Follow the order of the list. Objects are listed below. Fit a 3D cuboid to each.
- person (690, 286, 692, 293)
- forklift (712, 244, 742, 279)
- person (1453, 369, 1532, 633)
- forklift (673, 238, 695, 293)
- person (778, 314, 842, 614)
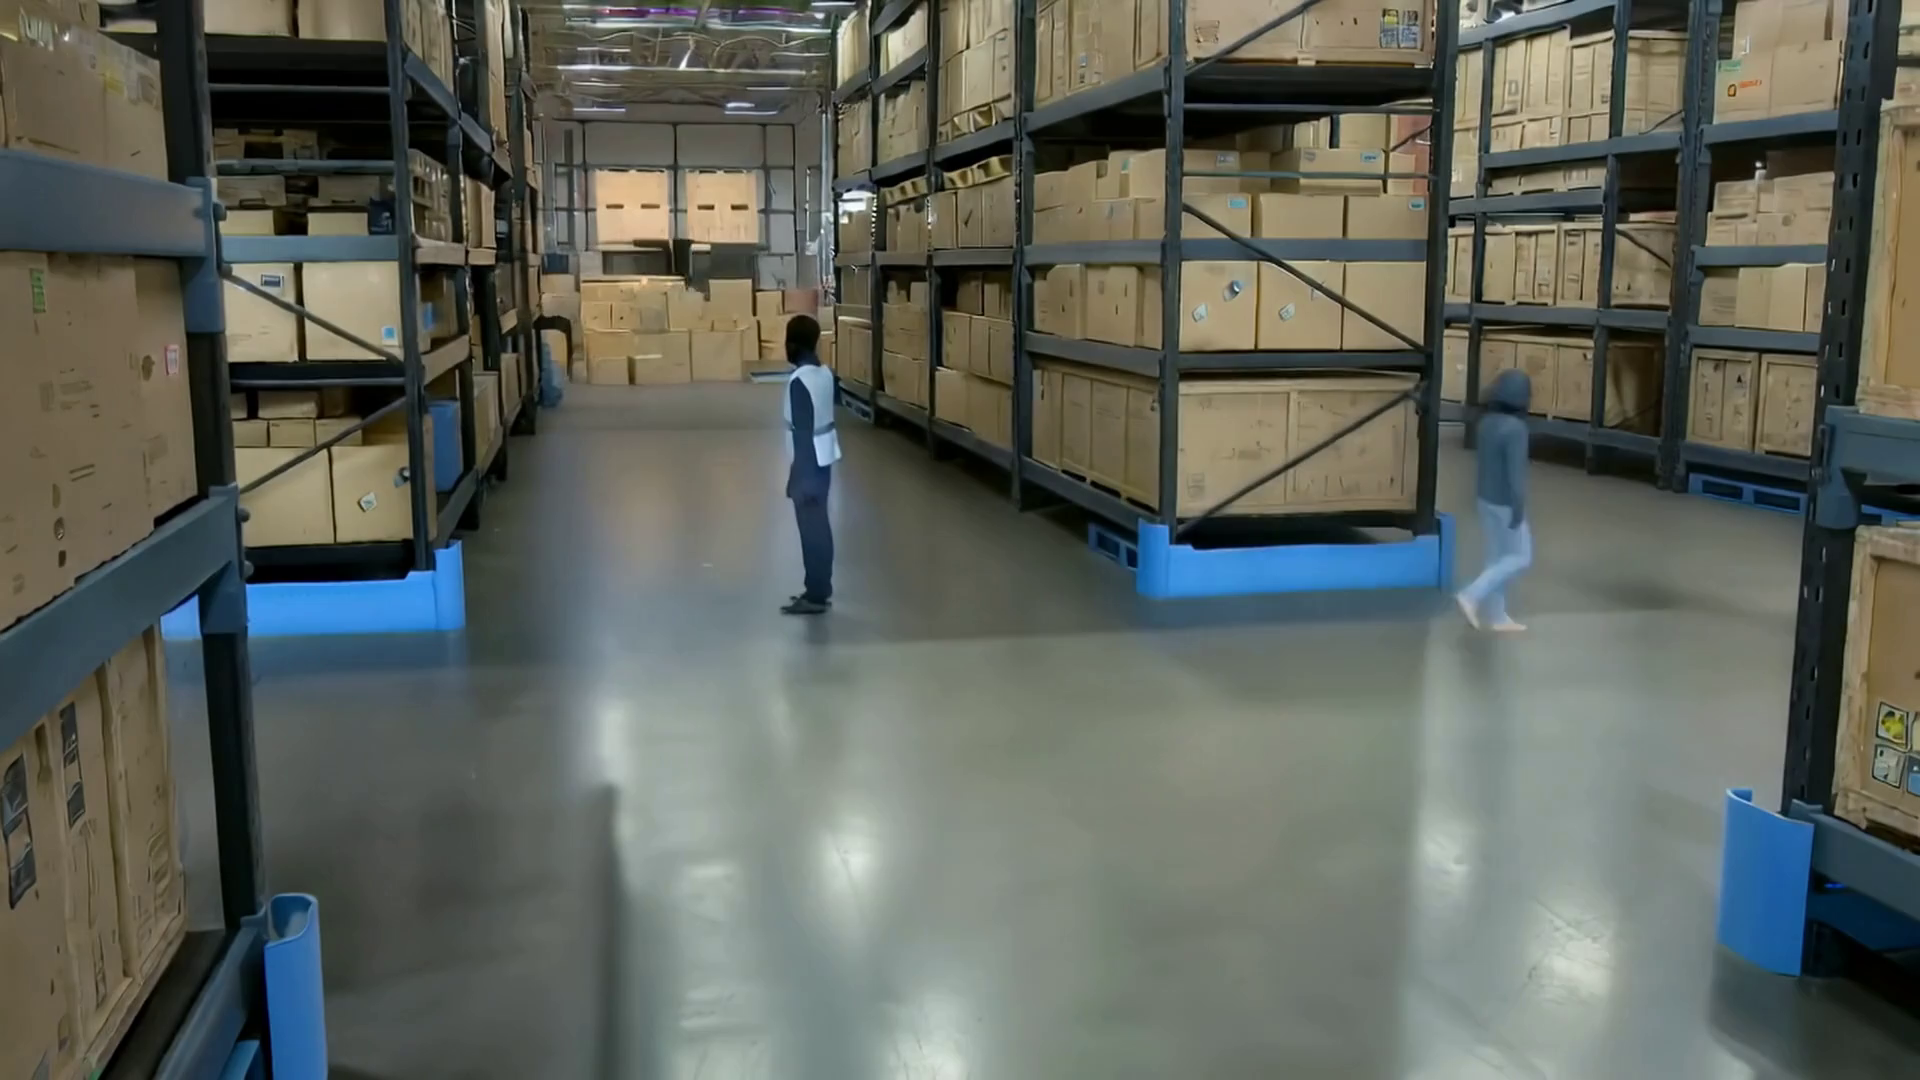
[{"bbox_3d":[-9.402,-8.019,56.618,0.454,1.918,0.651,-9,13,-44],"label":"person"},{"bbox_3d":[-6.149,-6.433,44.035,1.873,2.768,1.129,4,10,25],"label":"forklift"},{"bbox_3d":[3.225,-0.220,9.986,0.467,1.619,0.506,-2,9,-10],"label":"person"},{"bbox_3d":[-5.968,-5.100,35.909,1.873,2.768,1.129,-2,10,-13],"label":"forklift"},{"bbox_3d":[-0.966,-0.478,10.666,0.393,1.920,0.591,1,9,8],"label":"person"}]
